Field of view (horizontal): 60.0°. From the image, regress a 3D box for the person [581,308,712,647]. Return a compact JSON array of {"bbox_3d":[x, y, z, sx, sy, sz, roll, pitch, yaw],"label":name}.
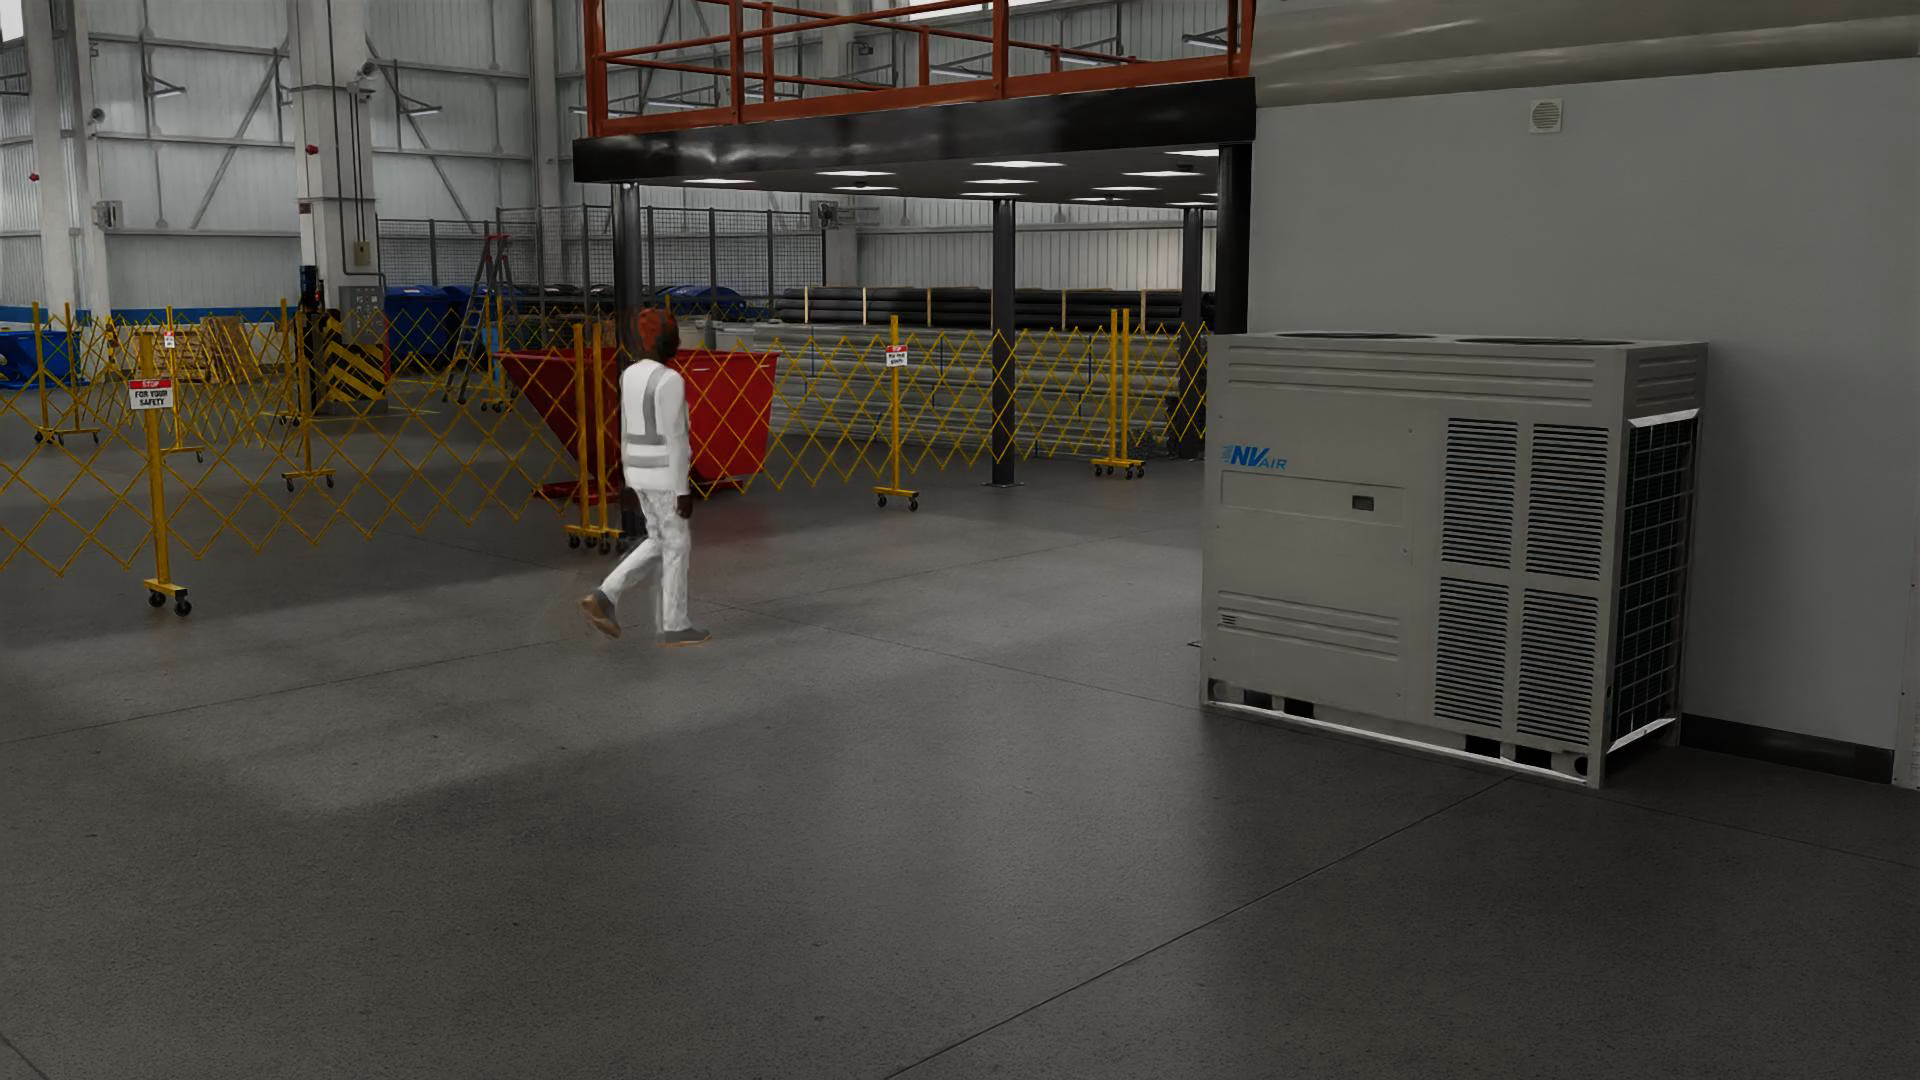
[{"bbox_3d":[-1.680,-0.316,8.989,0.618,1.866,0.582,-7,11,-35],"label":"person"}]
